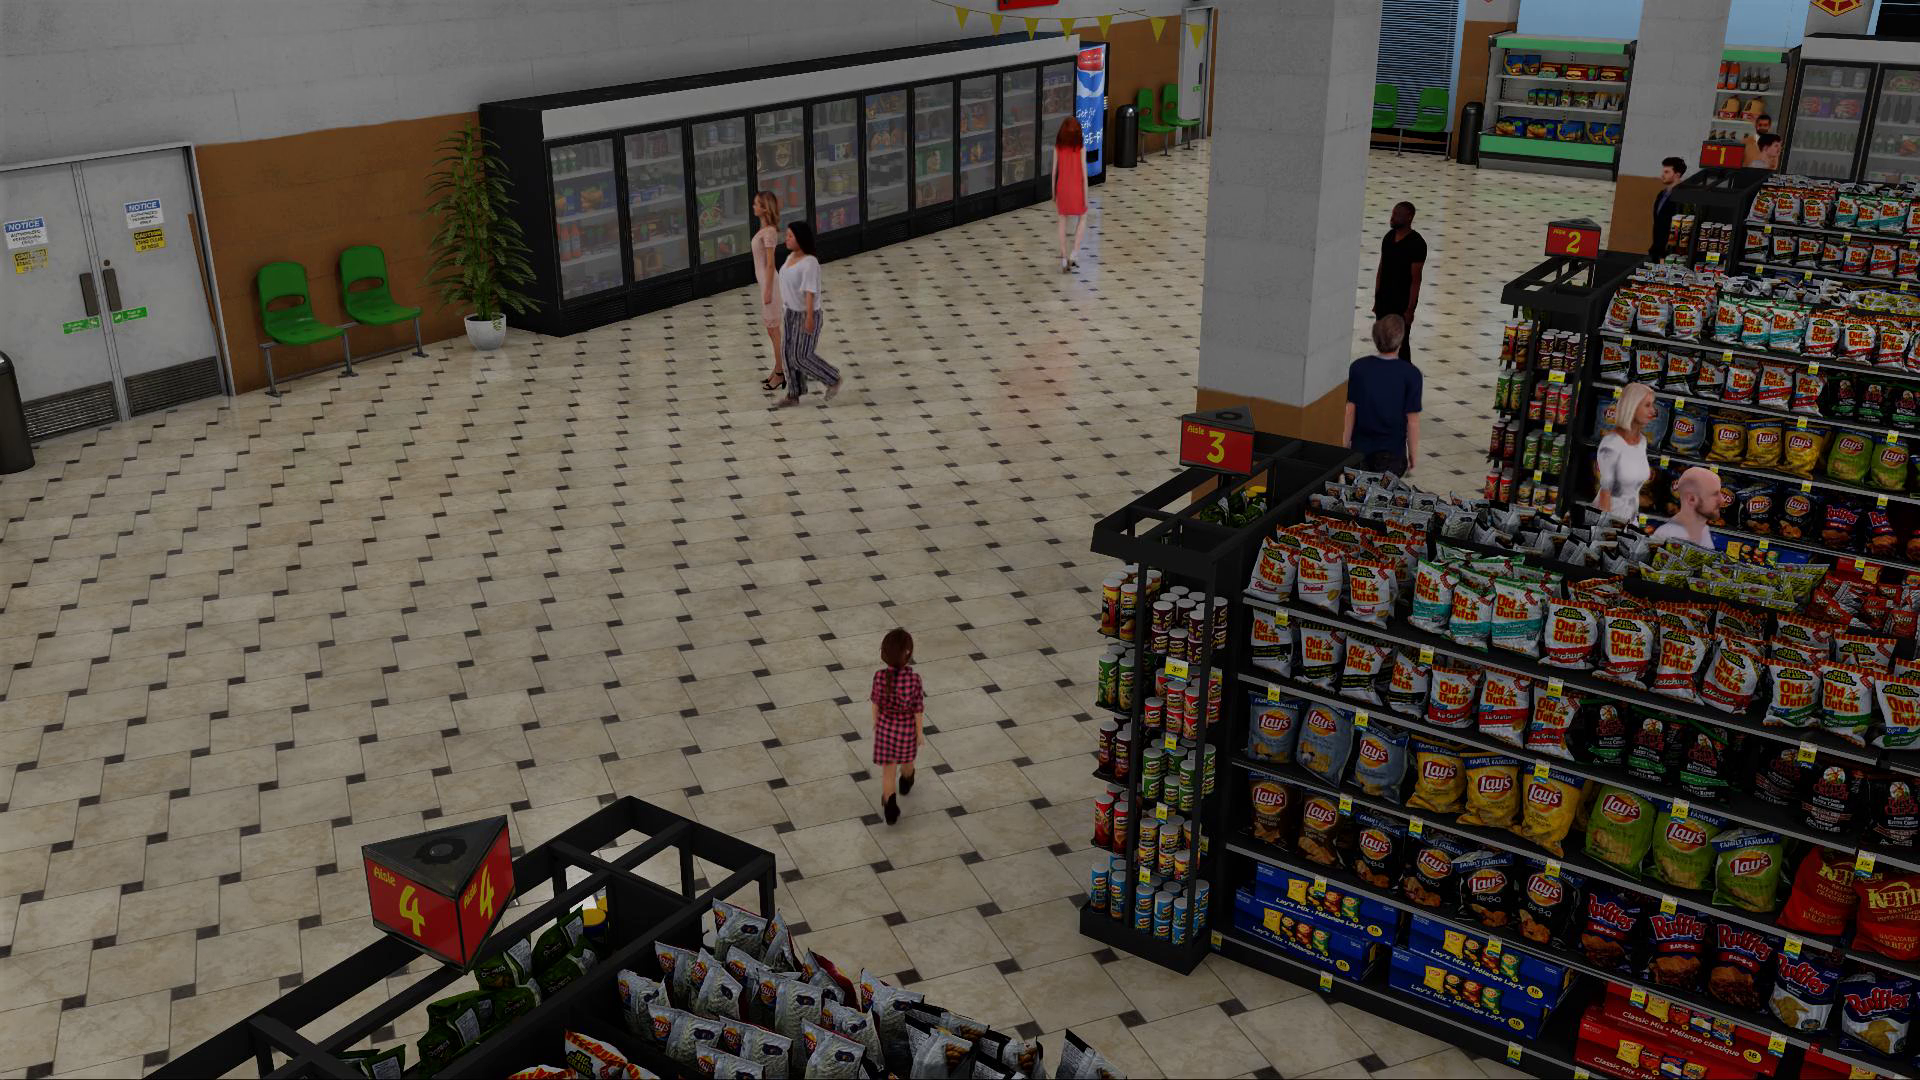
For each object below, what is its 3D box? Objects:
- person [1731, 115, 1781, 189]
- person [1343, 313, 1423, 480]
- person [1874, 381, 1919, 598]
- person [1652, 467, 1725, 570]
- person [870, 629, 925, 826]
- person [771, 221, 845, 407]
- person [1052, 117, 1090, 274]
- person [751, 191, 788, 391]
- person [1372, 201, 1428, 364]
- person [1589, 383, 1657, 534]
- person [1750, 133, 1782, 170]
[{"bbox_3d":[9.780,-4.357,20.568,1.174,1.709,0.903,9,24,21],"label":"person"},{"bbox_3d":[2.698,-0.515,10.845,1.136,1.828,0.769,13,25,29],"label":"person"},{"bbox_3d":[5.811,-0.230,10.239,0.621,1.753,0.698,11,24,26],"label":"person"},{"bbox_3d":[3.474,0.487,8.367,0.831,1.817,0.736,16,27,35],"label":"person"},{"bbox_3d":[-0.330,0.945,8.322,0.721,1.001,0.688,3,22,7],"label":"person"},{"bbox_3d":[-1.349,-1.996,14.747,0.987,1.669,0.963,-9,24,-22],"label":"person"},{"bbox_3d":[1.275,-4.046,19.654,0.619,1.813,0.750,8,23,20],"label":"person"},{"bbox_3d":[-1.724,-2.277,15.265,0.679,1.805,0.639,-2,22,-4],"label":"person"},{"bbox_3d":[3.902,-2.111,14.832,0.801,1.819,0.661,-11,24,-25],"label":"person"},{"bbox_3d":[3.824,-0.100,9.947,0.772,1.729,1.016,-16,27,-34],"label":"person"},{"bbox_3d":[8.692,-3.552,18.433,1.147,1.807,0.674,17,28,36],"label":"person"}]
